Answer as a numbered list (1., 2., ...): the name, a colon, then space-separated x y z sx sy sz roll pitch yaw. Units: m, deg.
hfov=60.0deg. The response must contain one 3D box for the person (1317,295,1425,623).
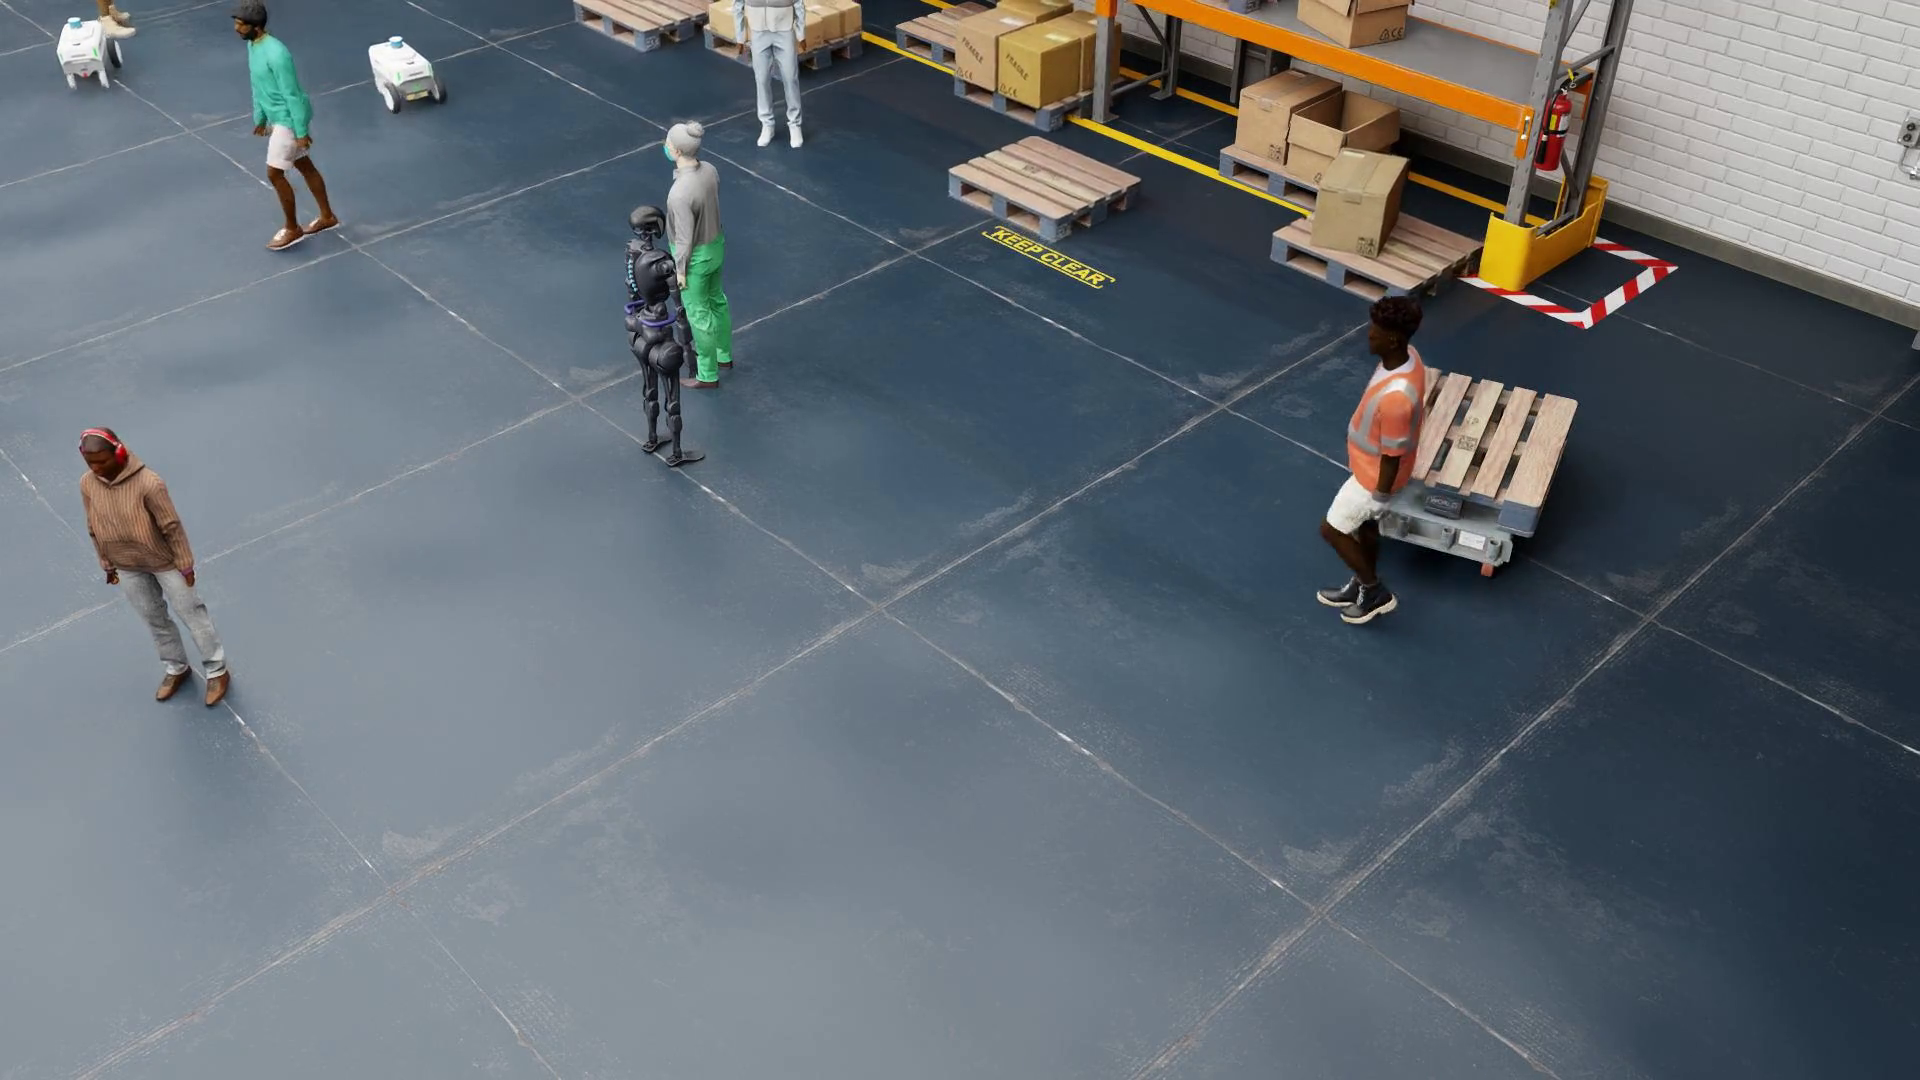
1. person: 2.146 -0.398 8.667 0.428 1.945 0.610 13 39 17

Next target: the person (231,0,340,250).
1. person: -5.105 -3.055 12.281 0.735 1.824 0.537 -25 44 -29

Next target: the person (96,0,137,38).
1. person: -8.284 -5.850 15.851 0.415 1.997 0.701 -19 41 -23

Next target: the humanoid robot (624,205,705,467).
1. humanoid robot: -1.815 -1.239 9.994 0.315 1.657 0.599 -28 45 -32

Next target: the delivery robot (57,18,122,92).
1. delivery robot: -8.016 -4.477 15.229 0.499 0.601 0.798 -11 39 -15

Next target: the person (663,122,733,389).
1. person: -1.692 -1.826 10.657 0.341 1.831 0.511 11 38 14

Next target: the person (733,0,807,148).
1. person: -1.563 -4.194 13.733 0.597 1.906 0.413 0 37 0

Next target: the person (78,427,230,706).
1. person: -4.011 0.116 8.238 0.469 1.643 0.338 2 37 3

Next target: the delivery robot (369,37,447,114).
1. delivery robot: -4.968 -4.178 14.821 0.499 0.587 0.787 -24 43 -28
